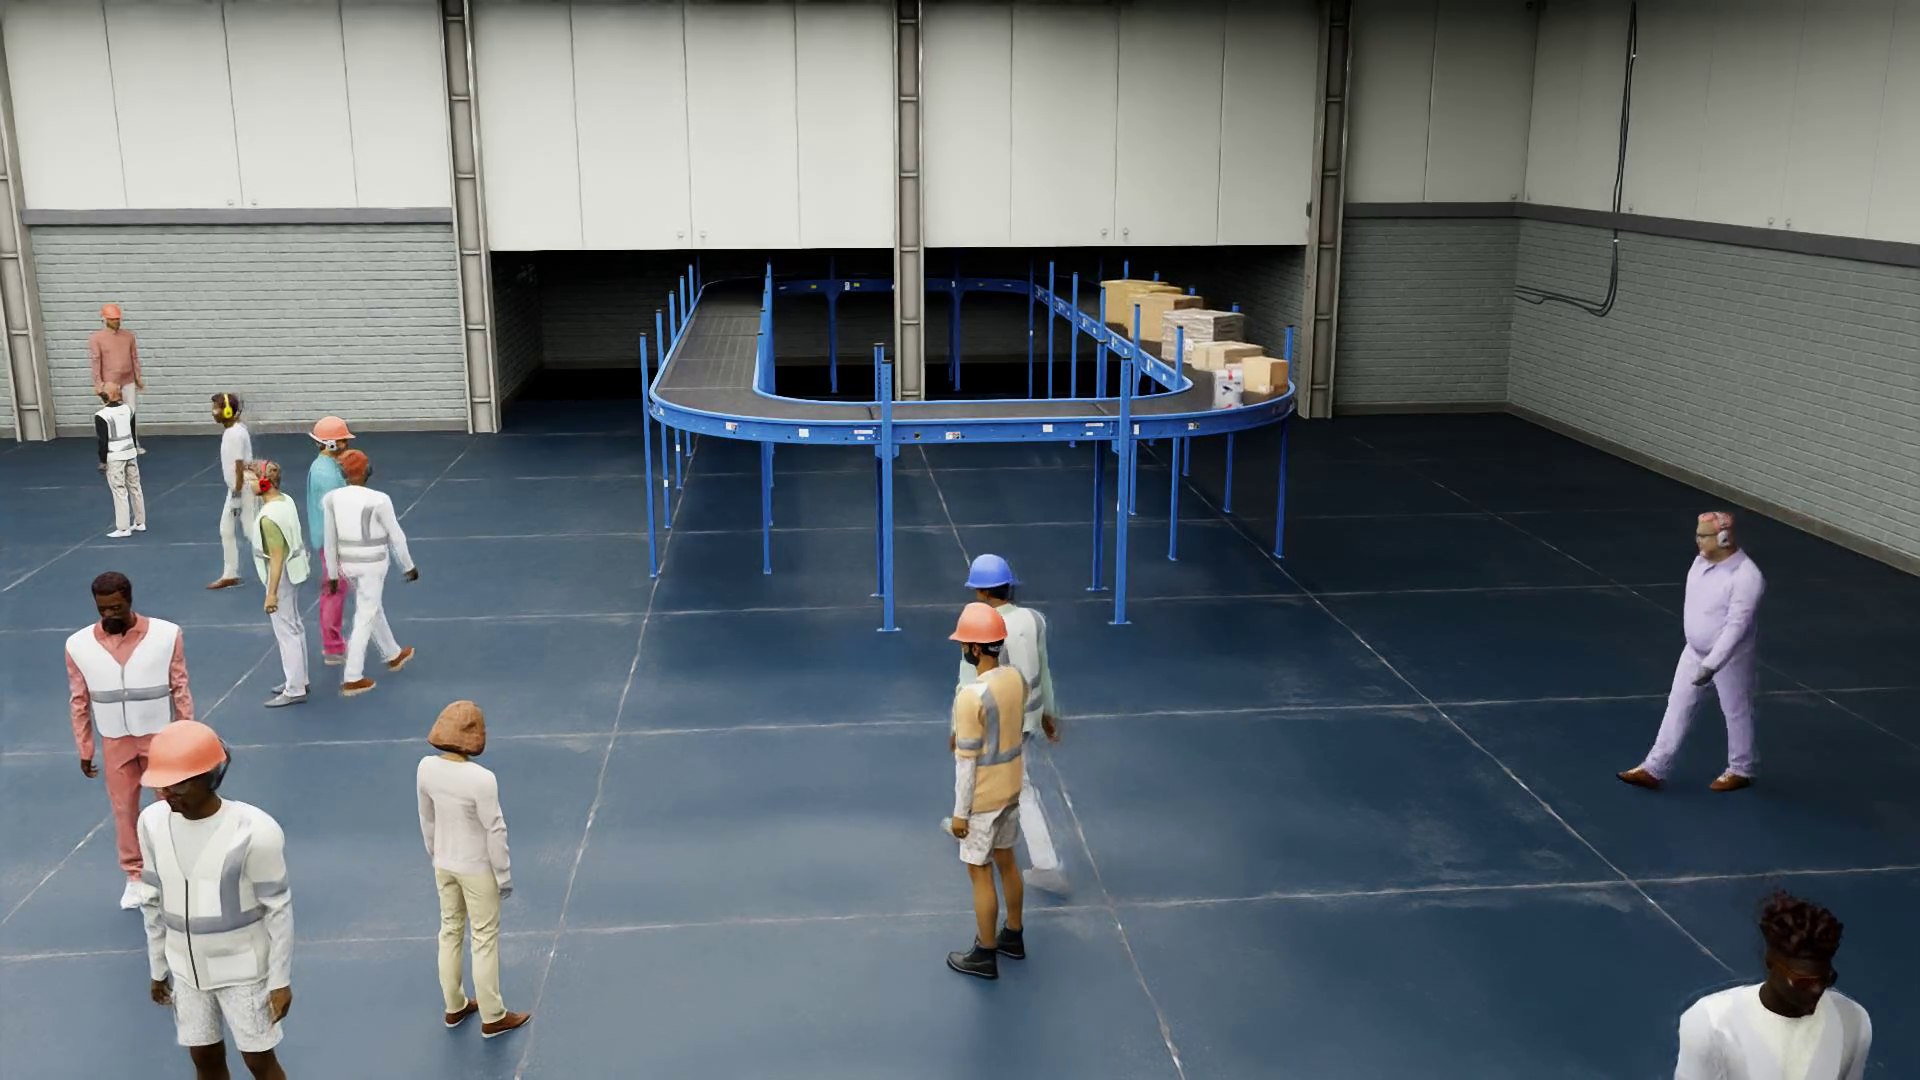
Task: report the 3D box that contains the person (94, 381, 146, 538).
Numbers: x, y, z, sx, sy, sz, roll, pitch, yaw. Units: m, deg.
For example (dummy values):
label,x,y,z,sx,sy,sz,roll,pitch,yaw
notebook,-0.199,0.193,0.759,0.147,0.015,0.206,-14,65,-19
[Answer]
label,x,y,z,sx,sy,sz,roll,pitch,yaw
person,-8.765,-0.841,17.339,0.309,1.638,0.511,4,14,14

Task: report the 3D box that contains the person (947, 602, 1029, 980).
label,x,y,z,sx,sy,sz,roll,pitch,yaw
person,0.123,1.254,8.379,0.390,1.930,0.540,8,16,29

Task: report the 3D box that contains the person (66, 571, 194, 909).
label,x,y,z,sx,sy,sz,roll,pitch,yaw
person,-4.514,1.076,9.125,0.603,1.906,0.387,-5,15,-18

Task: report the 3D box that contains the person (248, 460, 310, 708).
label,x,y,z,sx,sy,sz,roll,pitch,yaw
person,-5.015,0.312,12.299,0.386,1.845,0.568,-3,14,-12

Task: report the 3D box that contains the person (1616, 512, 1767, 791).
label,x,y,z,sx,sy,sz,roll,pitch,yaw
person,4.720,0.740,10.570,0.982,1.847,0.632,-4,15,-16

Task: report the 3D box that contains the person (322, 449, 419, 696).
label,x,y,z,sx,sy,sz,roll,pitch,yaw
person,-4.516,0.215,12.729,0.580,1.837,0.942,6,15,22

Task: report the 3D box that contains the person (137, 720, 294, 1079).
label,x,y,z,sx,sy,sz,roll,pitch,yaw
person,-2.905,1.667,6.482,0.615,2.040,0.391,3,14,11

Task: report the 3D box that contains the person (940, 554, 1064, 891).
label,x,y,z,sx,sy,sz,roll,pitch,yaw
person,0.253,1.009,9.438,1.010,1.894,0.609,12,18,39

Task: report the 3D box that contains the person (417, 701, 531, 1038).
label,x,y,z,sx,sy,sz,roll,pitch,yaw
person,-2.309,1.540,7.821,0.498,1.633,0.284,8,16,28

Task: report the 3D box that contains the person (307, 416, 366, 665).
label,x,y,z,sx,sy,sz,roll,pitch,yaw
person,-4.963,0.001,13.263,0.404,1.987,0.616,-6,15,-24

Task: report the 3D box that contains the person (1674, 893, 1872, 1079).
label,x,y,z,sx,sy,sz,roll,pitch,yaw
person,2.543,1.998,5.368,0.602,1.948,0.659,-1,14,-3

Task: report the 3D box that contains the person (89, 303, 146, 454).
label,x,y,z,sx,sy,sz,roll,pitch,yaw
person,-10.889,-2.069,21.526,0.396,1.992,0.623,9,17,32
